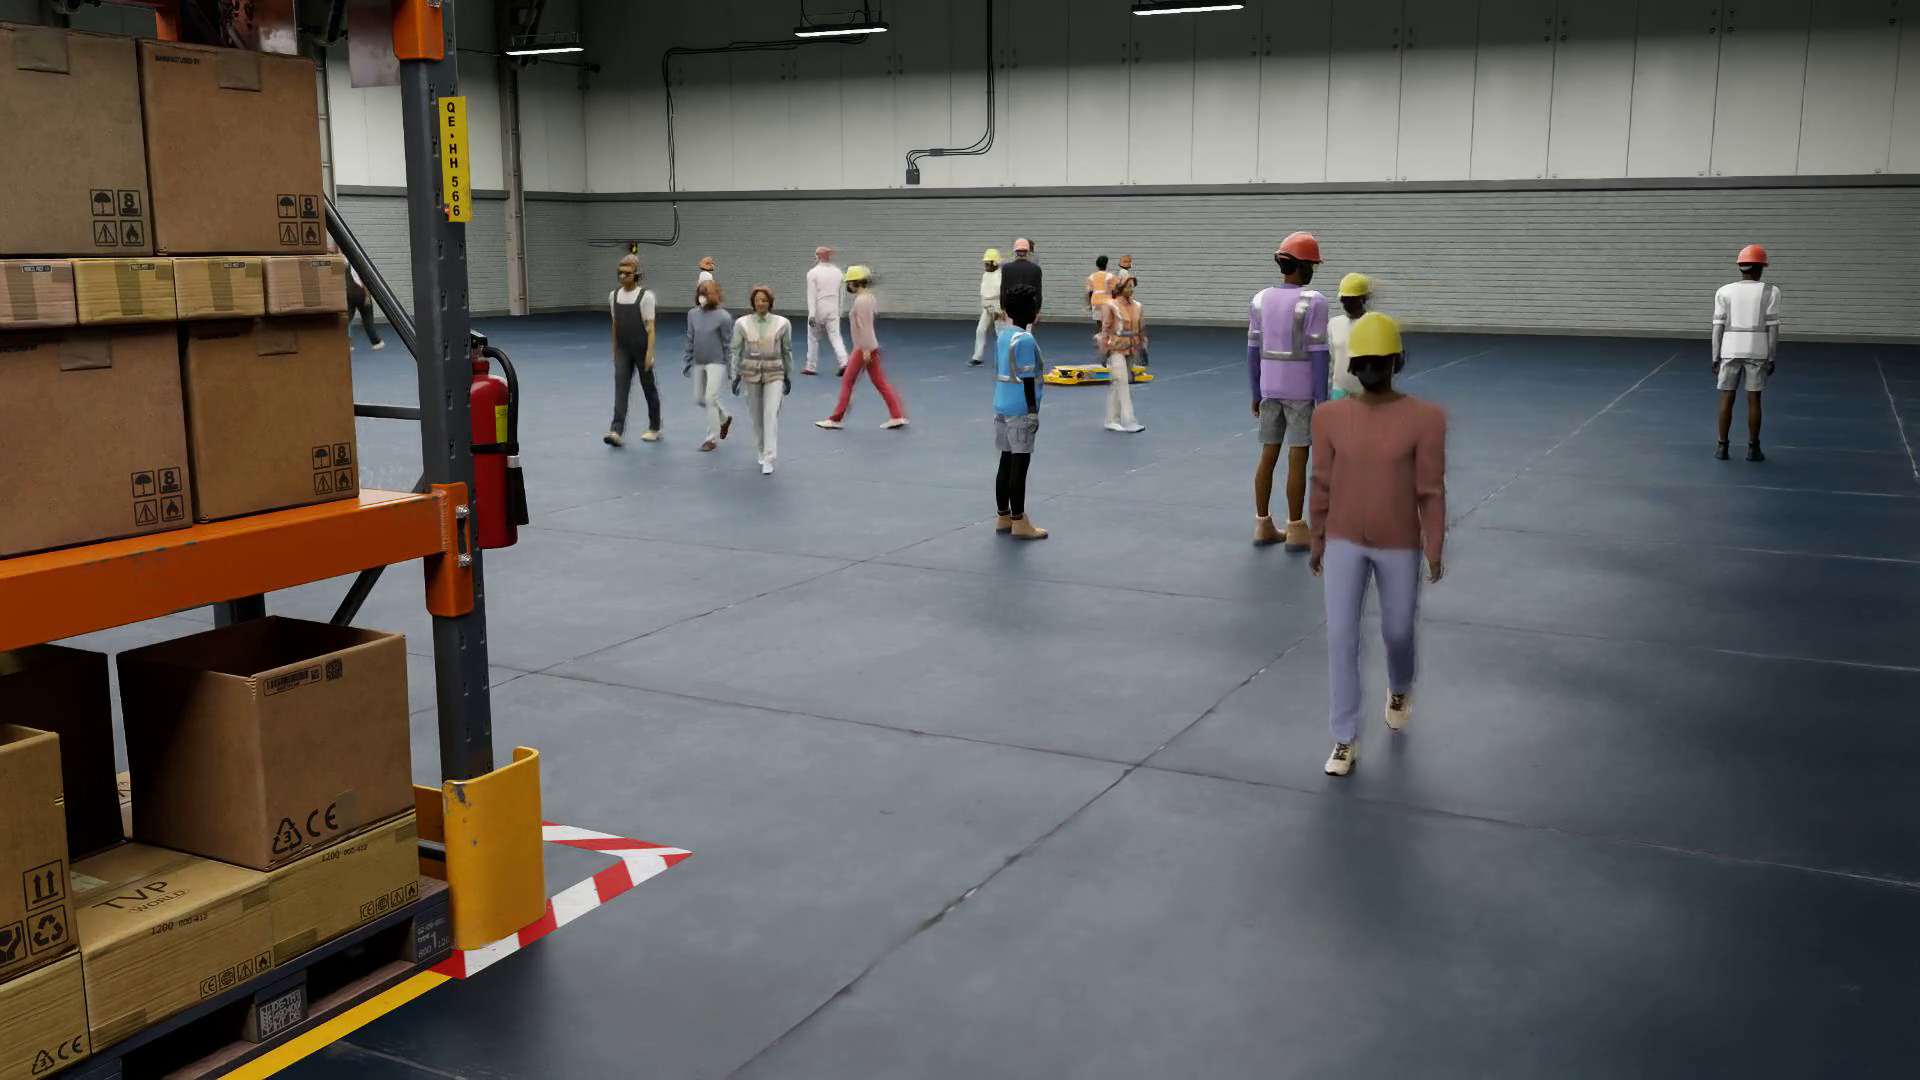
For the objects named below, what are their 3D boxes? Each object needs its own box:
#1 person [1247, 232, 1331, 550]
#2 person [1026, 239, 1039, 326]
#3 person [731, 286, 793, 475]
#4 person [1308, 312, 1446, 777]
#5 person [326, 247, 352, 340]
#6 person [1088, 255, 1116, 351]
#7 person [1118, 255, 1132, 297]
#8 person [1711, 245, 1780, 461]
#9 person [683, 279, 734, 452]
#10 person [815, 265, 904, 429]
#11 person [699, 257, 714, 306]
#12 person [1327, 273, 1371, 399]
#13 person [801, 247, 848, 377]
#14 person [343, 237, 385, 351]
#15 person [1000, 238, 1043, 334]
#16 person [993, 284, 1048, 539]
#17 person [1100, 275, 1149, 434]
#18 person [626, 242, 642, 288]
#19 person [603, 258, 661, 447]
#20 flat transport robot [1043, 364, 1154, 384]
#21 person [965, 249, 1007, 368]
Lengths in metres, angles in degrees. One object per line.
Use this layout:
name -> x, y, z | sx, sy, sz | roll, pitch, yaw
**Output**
person -> 2.151, -0.961, 10.776 | 0.392, 2.041, 0.615 | -9, 13, -39
person -> 1.543, -5.667, 36.758 | 0.593, 1.925, 0.669 | -8, 13, -36
person -> -1.708, -1.405, 14.416 | 0.520, 1.602, 0.855 | 0, 10, -2
person -> 1.612, -0.014, 6.433 | 0.530, 1.737, 0.757 | 4, 11, 23
person -> -11.910, -4.625, 31.435 | 0.578, 1.786, 0.973 | 4, 11, 19
person -> 2.439, -4.095, 28.832 | 0.546, 1.682, 0.552 | 7, 13, 34
person -> 3.179, -4.659, 32.056 | 0.279, 1.634, 0.498 | -1, 10, -6
person -> 7.055, -1.673, 14.963 | 0.543, 1.932, 0.376 | 7, 12, 32
person -> -2.330, -1.663, 15.752 | 0.497, 1.616, 0.586 | 6, 12, 30
person -> -1.016, -2.001, 17.351 | 0.926, 1.708, 0.532 | 1, 10, 8
person -> -4.519, -4.240, 29.772 | 0.286, 1.634, 0.500 | -5, 12, -28
person -> 2.934, -1.103, 12.360 | 0.441, 1.756, 0.539 | -8, 13, -37
person -> -1.924, -3.283, 23.939 | 0.657, 1.864, 0.978 | -8, 13, -38
person -> -10.592, -4.339, 29.206 | 0.692, 2.000, 1.007 | 3, 11, 16
person -> 0.891, -3.380, 24.139 | 0.634, 1.975, 0.442 | 0, 10, -1
person -> 0.398, -0.860, 11.170 | 0.320, 1.698, 0.531 | -3, 11, -18
person -> 1.746, -1.882, 16.951 | 0.541, 1.606, 0.758 | -9, 13, -39
person -> -7.685, -6.126, 39.443 | 0.494, 1.857, 0.552 | -9, 14, -40
person -> -3.160, -1.812, 16.073 | 0.533, 1.798, 0.953 | 3, 11, 18
flat transport robot -> 1.889, -2.292, 22.873 | 1.431, 0.197, 0.652 | -5, 11, -25
person -> 0.426, -3.509, 25.341 | 0.791, 1.804, 0.597 | -8, 13, -36
